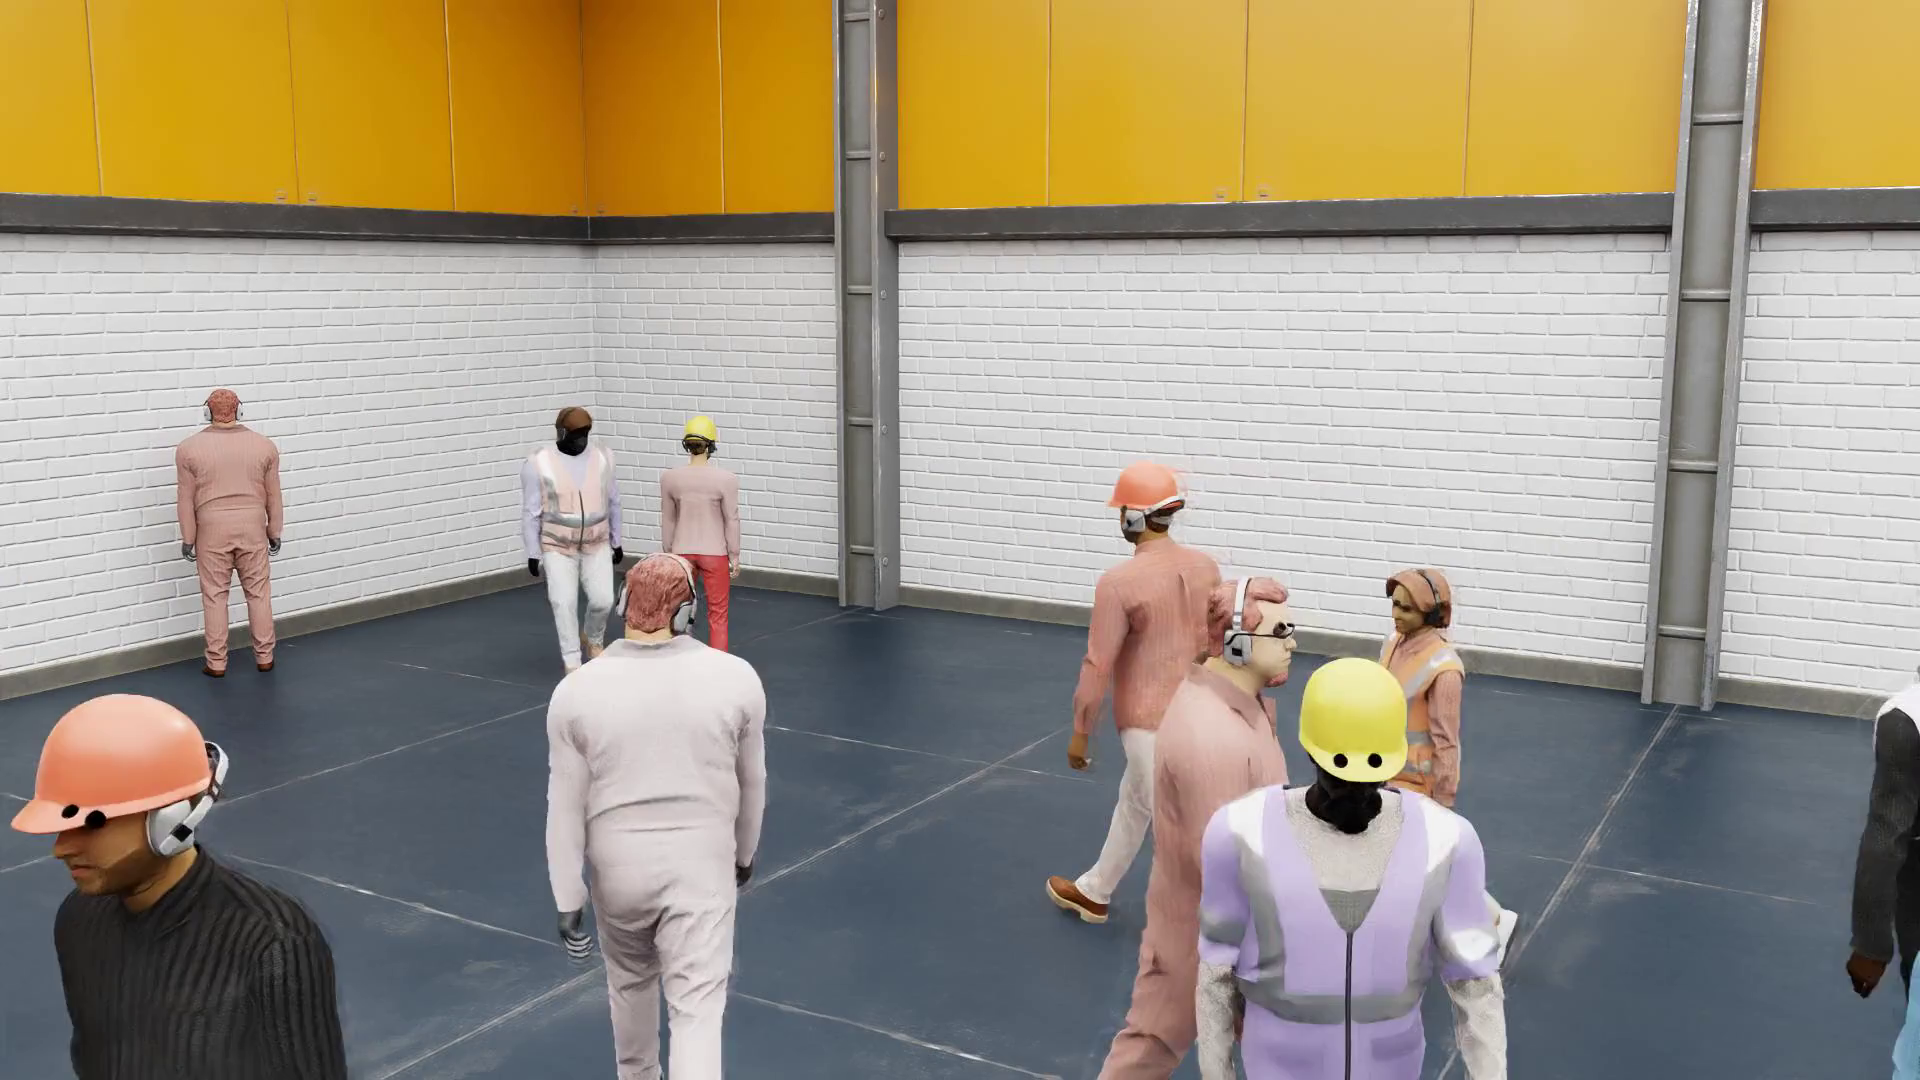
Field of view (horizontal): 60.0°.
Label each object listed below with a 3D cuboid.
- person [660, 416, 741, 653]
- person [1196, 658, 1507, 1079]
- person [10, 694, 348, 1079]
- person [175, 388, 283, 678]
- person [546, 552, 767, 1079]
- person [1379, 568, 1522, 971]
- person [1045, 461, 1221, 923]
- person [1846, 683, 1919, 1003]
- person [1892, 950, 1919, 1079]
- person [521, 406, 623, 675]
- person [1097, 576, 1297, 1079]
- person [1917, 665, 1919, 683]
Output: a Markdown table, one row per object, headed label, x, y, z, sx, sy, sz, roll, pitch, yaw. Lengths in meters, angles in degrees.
| label | x | y | z | sx | sy | sz | roll | pitch | yaw |
| --- | --- | --- | --- | --- | --- | --- | --- | --- | --- |
| person | -1.631 | 0.095 | 10.519 | 0.522 | 1.758 | 0.349 | 2 | 9 | 11 |
| person | 0.824 | 1.157 | 3.522 | 0.620 | 1.861 | 0.977 | 0 | 9 | 0 |
| person | -1.300 | 1.213 | 2.922 | 0.631 | 1.964 | 0.535 | 5 | 10 | 27 |
| person | -4.809 | -0.050 | 10.981 | 0.642 | 1.903 | 0.402 | -6 | 11 | -33 |
| person | -0.872 | 0.962 | 4.854 | 0.633 | 1.852 | 1.046 | -1 | 9 | -9 |
| person | 1.723 | 0.878 | 6.059 | 0.720 | 1.607 | 0.527 | -1 | 9 | -6 |
| person | 0.723 | 0.664 | 6.417 | 0.631 | 1.935 | 1.048 | -9 | 12 | -43 |
| person | 2.637 | 1.012 | 4.358 | 0.617 | 1.897 | 0.463 | -4 | 10 | -23 |
| person | 2.105 | 1.323 | 3.268 | 0.546 | 1.625 | 0.356 | 6 | 11 | 32 |
| person | -2.493 | 0.036 | 10.713 | 0.652 | 1.811 | 0.532 | -5 | 10 | -27 |
| person | 0.744 | 1.015 | 4.475 | 1.004 | 1.847 | 0.667 | 3 | 9 | 16 |
| person | 4.210 | 0.724 | 7.020 | 0.498 | 1.623 | 0.312 | -4 | 10 | -25 |
